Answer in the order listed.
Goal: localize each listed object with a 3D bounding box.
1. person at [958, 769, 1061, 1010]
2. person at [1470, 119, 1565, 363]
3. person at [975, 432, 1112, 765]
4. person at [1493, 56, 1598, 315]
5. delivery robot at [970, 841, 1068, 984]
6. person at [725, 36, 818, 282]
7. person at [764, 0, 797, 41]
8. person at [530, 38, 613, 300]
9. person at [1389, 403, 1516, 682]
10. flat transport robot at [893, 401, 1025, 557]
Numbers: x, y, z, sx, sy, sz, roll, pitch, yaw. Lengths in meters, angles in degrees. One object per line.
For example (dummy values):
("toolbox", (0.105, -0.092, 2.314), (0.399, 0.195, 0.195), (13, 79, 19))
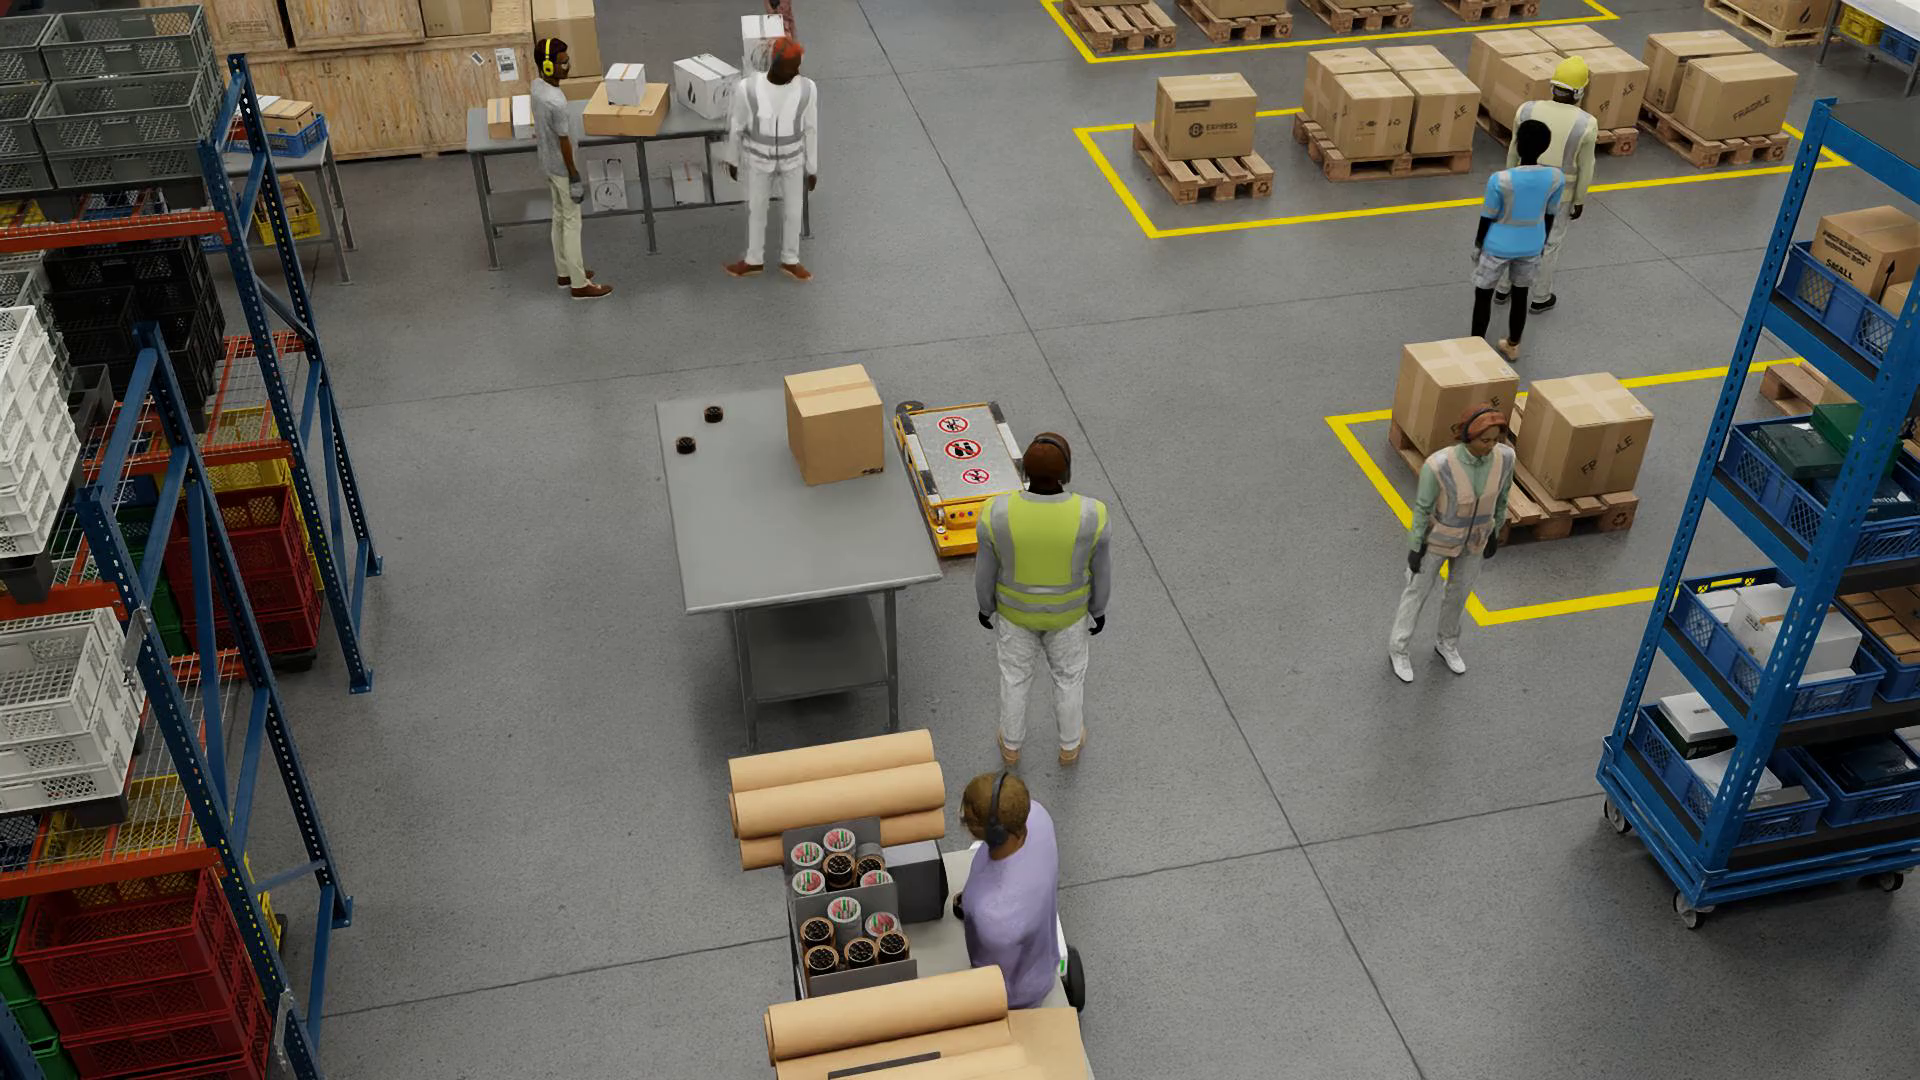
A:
("person", (0.172, 1.569, 6.049), (0.374, 1.931, 0.626), (8, 37, 10))
("person", (3.632, -1.937, 10.955), (0.539, 1.692, 0.319), (-5, 37, -7))
("person", (0.388, 0.301, 7.822), (0.632, 1.840, 0.429), (2, 37, 2))
("person", (4.065, -2.449, 11.523), (0.590, 1.833, 0.404), (24, 43, 29))
("delivery robot", (0.234, 1.591, 7.081), (0.477, 0.478, 0.707), (-5, 37, -6))
("person", (-1.371, -2.683, 11.829), (0.751, 1.851, 0.389), (-5, 37, -6))
("person", (-1.679, -5.047, 14.966), (0.400, 1.900, 0.651), (0, 37, 0))
("person", (-2.786, -2.608, 11.711), (0.334, 1.865, 0.517), (-21, 41, -25))
("person", (2.487, 0.011, 8.386), (0.521, 1.632, 0.313), (-8, 37, -11))
("flat transport robot", (0.046, -0.430, 10.108), (0.652, 0.197, 1.431), (-8, 37, -10))
